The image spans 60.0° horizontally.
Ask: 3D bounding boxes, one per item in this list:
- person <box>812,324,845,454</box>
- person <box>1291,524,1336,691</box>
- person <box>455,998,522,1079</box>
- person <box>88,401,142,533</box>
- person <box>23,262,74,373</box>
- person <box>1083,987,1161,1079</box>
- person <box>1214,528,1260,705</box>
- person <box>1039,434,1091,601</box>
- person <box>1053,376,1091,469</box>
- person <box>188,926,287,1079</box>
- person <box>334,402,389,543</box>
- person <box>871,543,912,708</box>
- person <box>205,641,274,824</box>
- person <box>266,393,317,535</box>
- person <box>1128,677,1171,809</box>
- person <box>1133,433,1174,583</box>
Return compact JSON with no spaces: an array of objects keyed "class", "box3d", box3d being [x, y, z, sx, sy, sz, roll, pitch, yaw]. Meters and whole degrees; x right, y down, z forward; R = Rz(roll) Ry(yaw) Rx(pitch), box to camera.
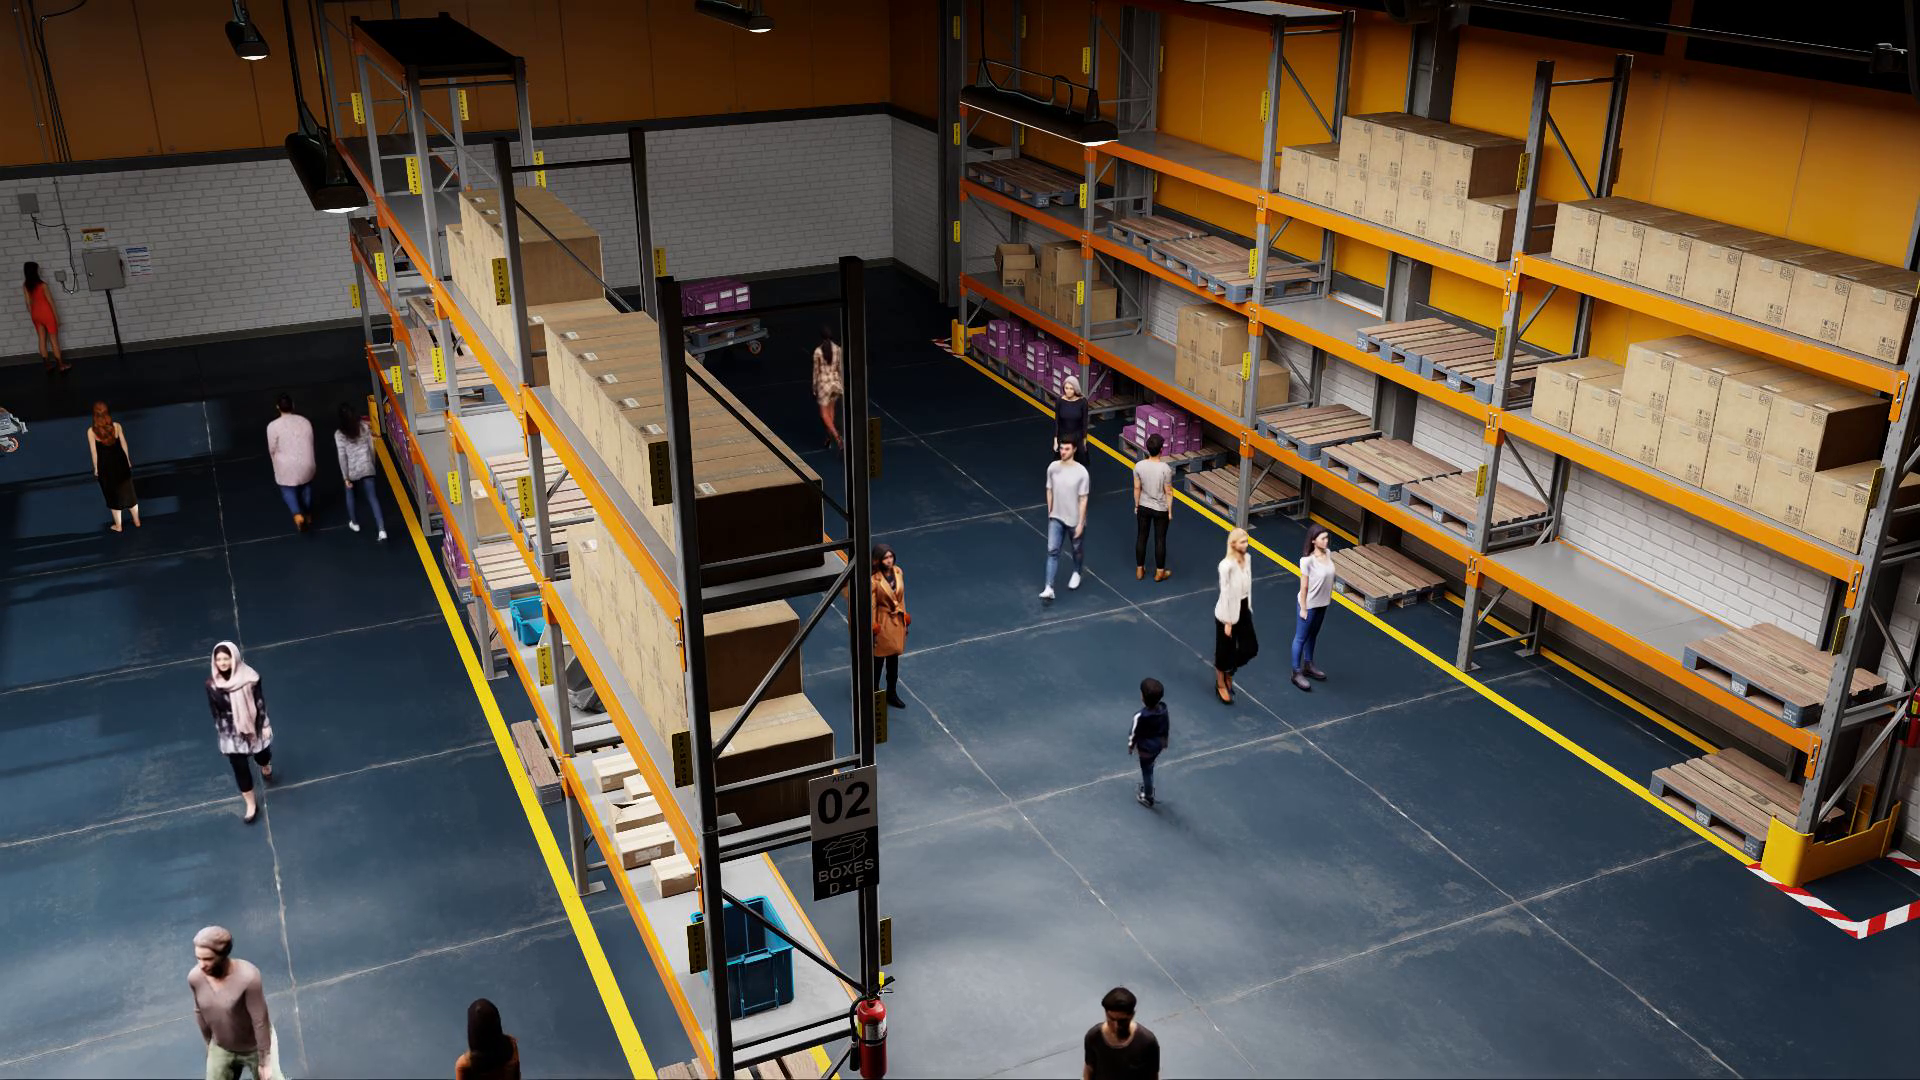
[{"class":"person","box3d":[-1.729,-1.973,22.205,0.618,1.769,0.979,-13,27,-26]},{"class":"person","box3d":[3.453,0.636,16.341,0.645,1.685,0.665,21,31,39]},{"class":"person","box3d":[-2.711,3.486,9.838,0.706,1.674,0.676,21,31,39]},{"class":"person","box3d":[-10.144,-0.890,19.909,0.636,1.625,0.651,-20,30,-38]},{"class":"person","box3d":[-14.115,-3.433,25.608,0.673,1.719,0.696,3,24,6]},{"class":"person","box3d":[0.998,3.378,10.082,0.955,1.676,1.148,2,24,6]},{"class":"person","box3d":[2.540,0.731,15.920,0.698,1.849,0.715,-20,30,-38]},{"class":"person","box3d":[1.226,-0.279,18.238,1.157,1.843,1.194,9,25,20]},{"class":"person","box3d":[1.367,-1.178,20.423,0.723,1.740,0.760,4,24,10]},{"class":"person","box3d":[-4.450,3.130,10.442,1.013,1.841,1.166,2,24,4]},{"class":"person","box3d":[-7.023,-0.767,19.544,0.709,1.692,1.208,-15,28,-30]},{"class":"person","box3d":[-0.709,0.837,15.839,0.739,1.720,0.689,-19,30,-37]},{"class":"person","box3d":[-6.136,1.571,14.286,0.739,1.619,1.008,-5,24,-12]},{"class":"person","box3d":[-7.935,-0.906,19.822,0.728,1.723,1.014,-13,27,-28]},{"class":"person","box3d":[1.667,1.767,14.341,0.565,1.216,0.591,-14,27,-29]},{"class":"person","box3d":[2.157,-0.371,18.596,0.664,1.724,0.744,11,26,23]}]
